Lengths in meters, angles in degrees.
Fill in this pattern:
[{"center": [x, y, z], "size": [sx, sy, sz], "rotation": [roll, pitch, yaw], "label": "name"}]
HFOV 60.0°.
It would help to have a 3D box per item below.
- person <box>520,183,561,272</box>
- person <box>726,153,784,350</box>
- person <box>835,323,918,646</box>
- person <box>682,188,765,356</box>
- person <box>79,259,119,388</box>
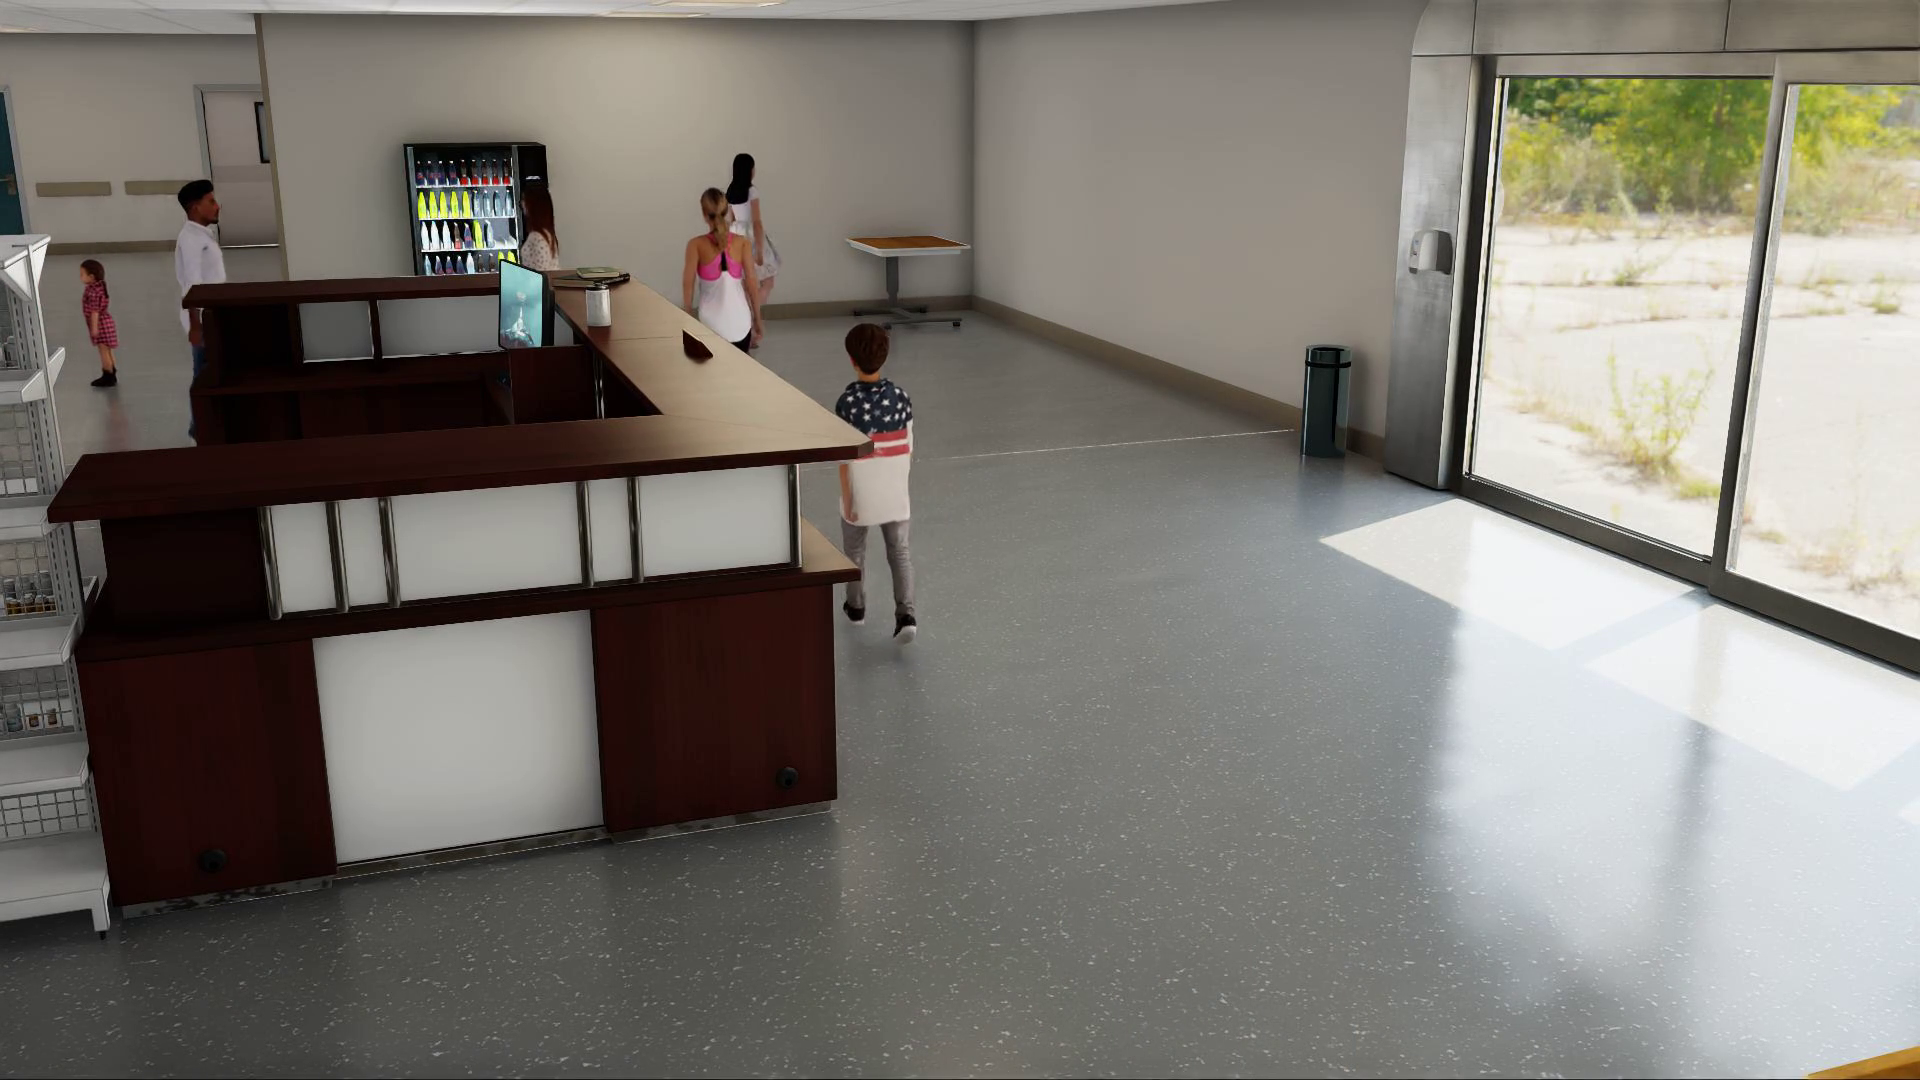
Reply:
[{"center": [-2.946, -1.676, 11.909], "size": [0.603, 1.728, 0.620], "rotation": [-2, 16, -8], "label": "person"}, {"center": [-1.987, -2.590, 15.090], "size": [0.818, 1.763, 0.878], "rotation": [12, 20, 37], "label": "person"}, {"center": [-0.348, -0.225, 7.344], "size": [0.901, 1.414, 0.619], "rotation": [-4, 16, -15], "label": "person"}, {"center": [-1.477, -1.289, 10.510], "size": [1.026, 1.743, 0.703], "rotation": [-5, 16, -16], "label": "person"}, {"center": [-7.004, -1.772, 13.552], "size": [0.444, 1.021, 0.437], "rotation": [-4, 16, -15], "label": "person"}]
